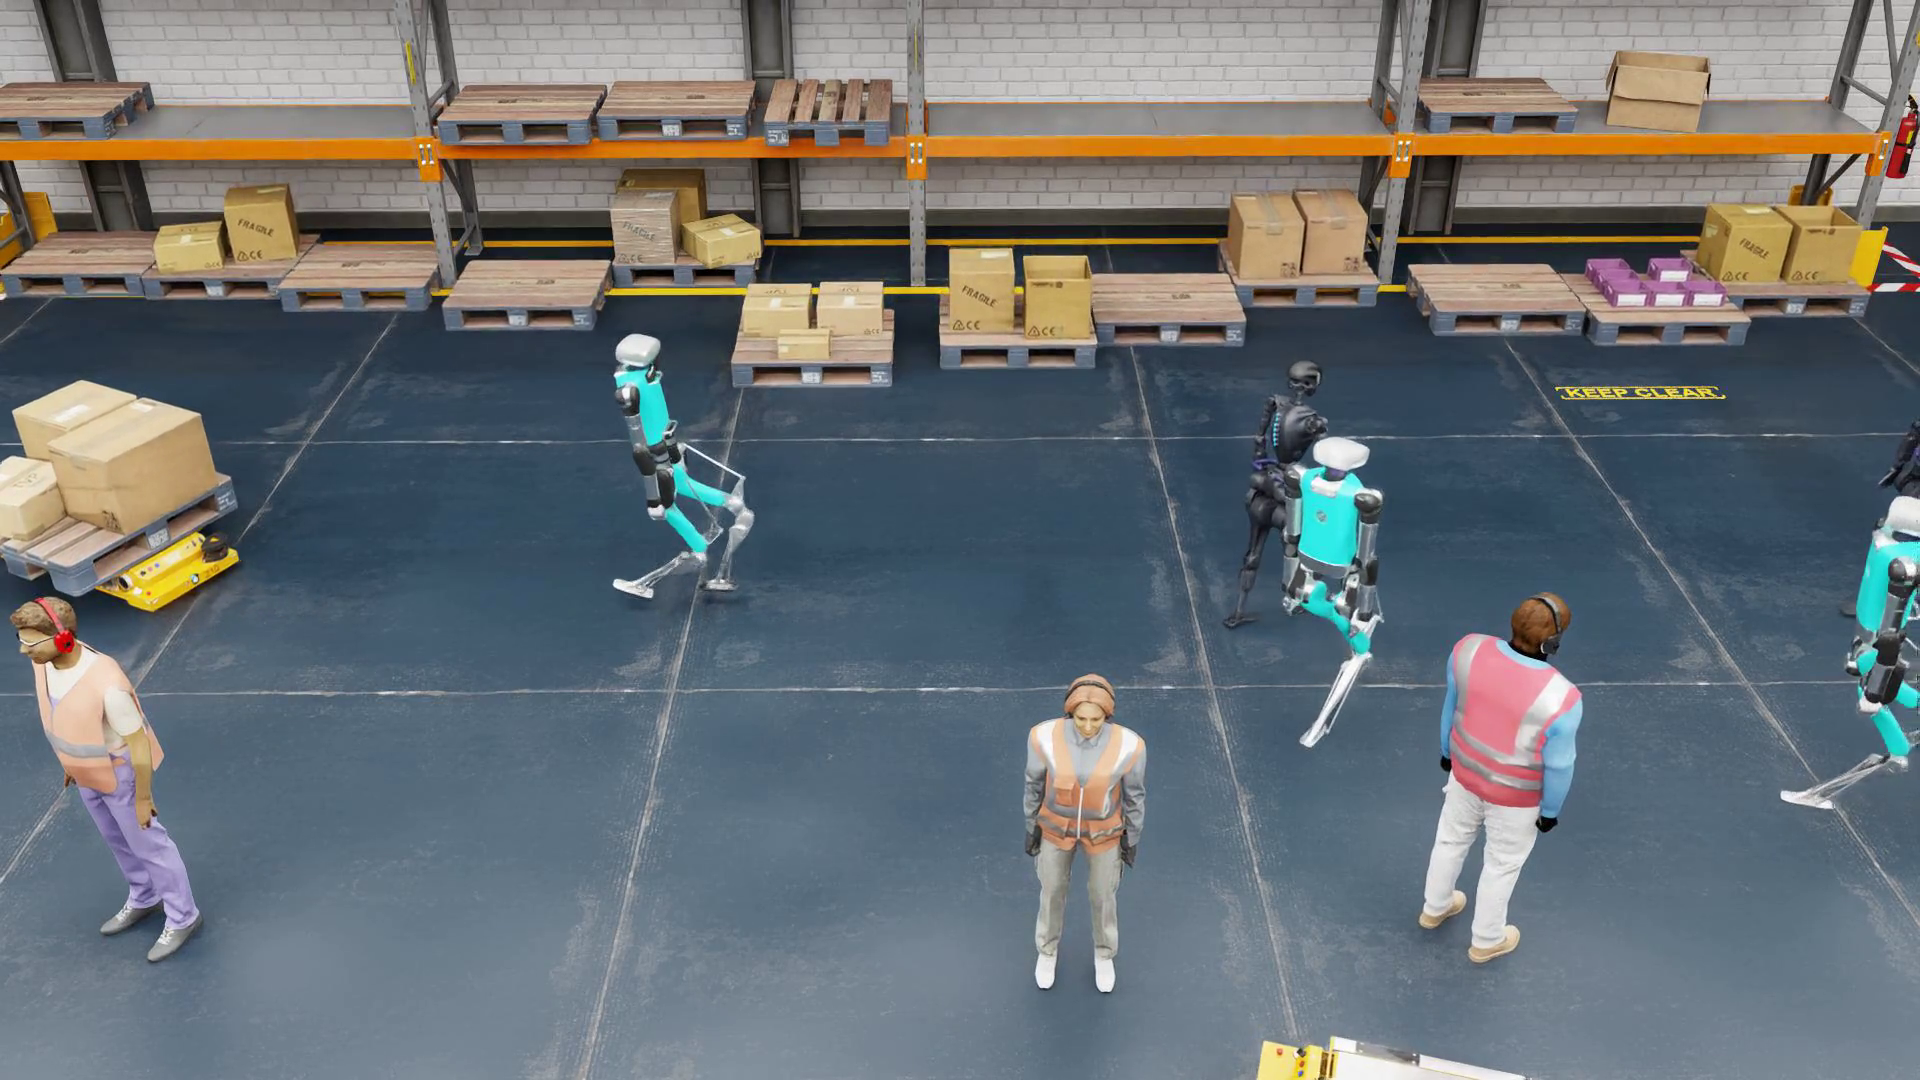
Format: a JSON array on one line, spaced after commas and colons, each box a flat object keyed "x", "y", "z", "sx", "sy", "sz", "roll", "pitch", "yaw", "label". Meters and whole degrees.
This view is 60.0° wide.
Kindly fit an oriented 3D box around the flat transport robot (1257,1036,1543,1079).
[{"x": 1.865, "y": 2.348, "z": 6.502, "sx": 1.431, "sy": 0.231, "sz": 0.659, "roll": 8, "pitch": 32, "yaw": 14, "label": "flat transport robot"}]

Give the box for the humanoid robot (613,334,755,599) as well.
[{"x": -1.572, "y": -0.353, "z": 9.569, "sx": 0.976, "sy": 1.734, "sz": 0.540, "roll": 3, "pitch": 31, "yaw": 4, "label": "humanoid robot"}]

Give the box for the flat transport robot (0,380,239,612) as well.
[{"x": -5.263, "y": 0.047, "z": 10.332, "sx": 1.431, "sy": 0.231, "sz": 0.659, "roll": 15, "pitch": 34, "yaw": 23, "label": "flat transport robot"}]

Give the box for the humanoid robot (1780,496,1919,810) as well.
[{"x": 4.649, "y": 0.646, "z": 7.924, "sx": 0.960, "sy": 1.765, "sz": 0.532, "roll": 9, "pitch": 32, "yaw": 15, "label": "humanoid robot"}]

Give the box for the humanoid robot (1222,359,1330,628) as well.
[{"x": 1.864, "y": -0.269, "z": 9.518, "sx": 0.713, "sy": 1.631, "sz": 0.589, "roll": -19, "pitch": 36, "yaw": -29, "label": "humanoid robot"}]

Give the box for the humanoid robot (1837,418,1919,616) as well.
[{"x": 5.514, "y": -0.321, "z": 9.587, "sx": 0.603, "sy": 1.637, "sz": 0.599, "roll": 0, "pitch": 31, "yaw": 0, "label": "humanoid robot"}]

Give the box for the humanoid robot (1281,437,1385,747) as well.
[{"x": 2.067, "y": 0.176, "z": 8.718, "sx": 0.554, "sy": 1.788, "sz": 0.915, "roll": 24, "pitch": 39, "yaw": 34, "label": "humanoid robot"}]

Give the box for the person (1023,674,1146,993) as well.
[{"x": 0.516, "y": 1.241, "z": 7.022, "sx": 0.506, "sy": 1.629, "sz": 0.314, "roll": 5, "pitch": 31, "yaw": 8, "label": "person"}]

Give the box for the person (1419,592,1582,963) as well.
[{"x": 2.345, "y": 1.021, "z": 7.200, "sx": 0.431, "sy": 1.836, "sz": 0.628, "roll": -23, "pitch": 38, "yaw": -33, "label": "person"}]

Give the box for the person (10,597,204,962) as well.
[{"x": -3.666, "y": 1.012, "z": 7.196, "sx": 0.567, "sy": 1.843, "sz": 0.374, "roll": 18, "pitch": 35, "yaw": 27, "label": "person"}]
